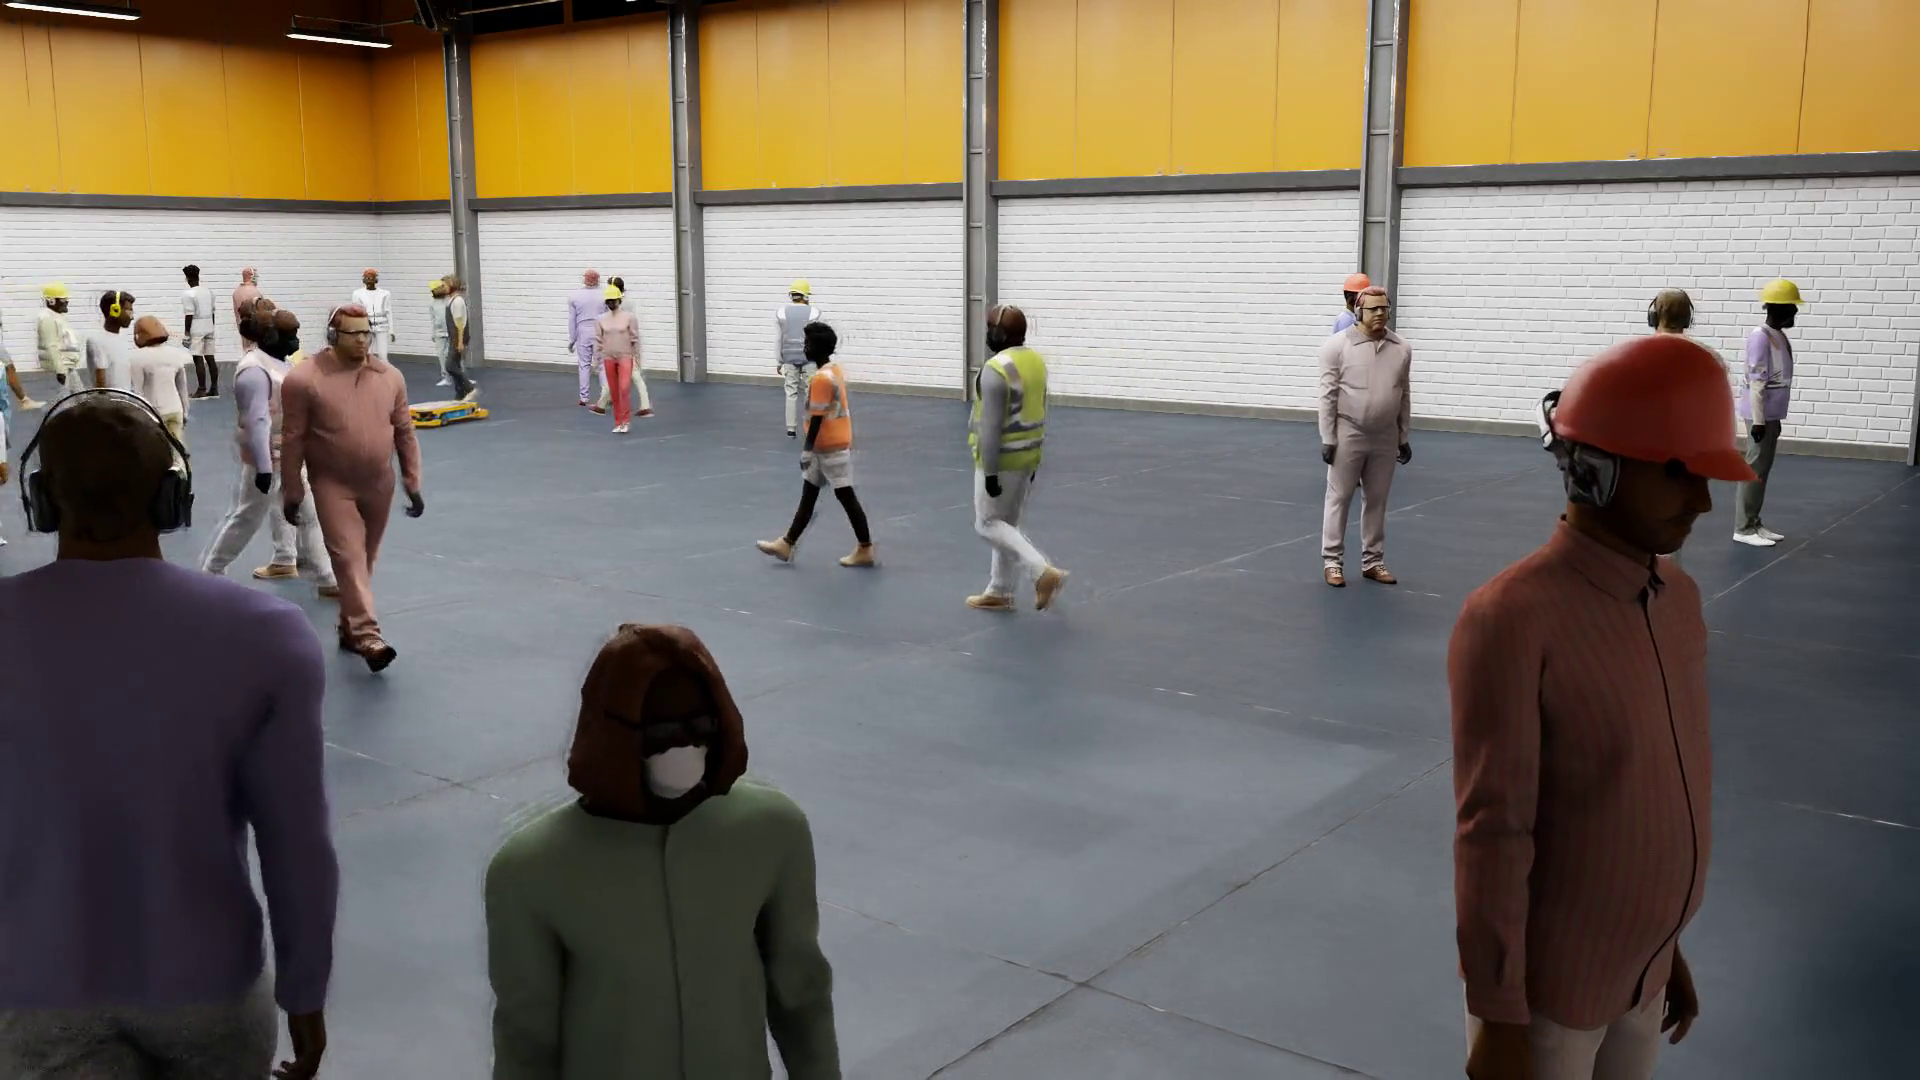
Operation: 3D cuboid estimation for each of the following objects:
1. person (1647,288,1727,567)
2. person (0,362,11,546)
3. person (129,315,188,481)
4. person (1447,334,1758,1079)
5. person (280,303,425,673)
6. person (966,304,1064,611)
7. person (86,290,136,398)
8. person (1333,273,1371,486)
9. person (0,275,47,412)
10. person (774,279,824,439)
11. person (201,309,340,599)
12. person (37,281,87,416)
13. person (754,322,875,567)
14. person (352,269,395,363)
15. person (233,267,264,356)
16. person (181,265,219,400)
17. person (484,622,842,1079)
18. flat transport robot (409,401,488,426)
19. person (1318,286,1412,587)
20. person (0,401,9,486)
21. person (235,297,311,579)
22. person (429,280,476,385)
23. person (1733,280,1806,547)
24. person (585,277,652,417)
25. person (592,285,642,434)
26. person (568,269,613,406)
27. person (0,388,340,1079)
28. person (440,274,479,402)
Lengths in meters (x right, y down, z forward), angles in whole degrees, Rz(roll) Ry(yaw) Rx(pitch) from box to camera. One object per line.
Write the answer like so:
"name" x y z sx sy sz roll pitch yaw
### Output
"person" 3.933 -0.451 9.375 0.657 1.919 0.437 2 10 9
"person" -7.209 -0.772 12.123 0.577 1.619 0.512 8 12 38
"person" -6.471 -1.001 13.444 0.380 1.616 0.533 5 11 29
"person" 0.994 0.672 2.642 0.608 1.989 0.386 -9 13 -42
"person" -3.048 -0.265 8.491 0.992 1.847 0.667 9 14 44
"person" 0.325 -0.449 9.659 0.650 1.825 0.631 6 12 32
"person" -6.285 -0.943 12.484 0.776 1.832 0.572 1 10 6
"person" 3.575 -1.463 15.239 0.376 1.933 0.545 3 10 18
"person" -12.794 -2.656 22.029 0.626 1.987 1.036 9 13 43
"person" -1.822 -2.063 19.028 0.592 1.828 0.404 1 10 4
"person" -4.189 -0.495 10.038 0.979 1.796 0.635 0 10 0
"person" -9.756 -1.891 18.050 0.421 1.820 0.625 -3 10 -16
"person" -0.969 -0.628 11.159 0.866 1.646 0.549 0 10 1
"person" -9.074 -3.237 25.790 0.620 1.872 0.340 -5 11 -25
"person" -10.959 -3.267 25.818 0.653 1.905 0.408 7 12 35
"person" -11.080 -3.019 24.215 0.374 1.960 0.600 3 10 17
"person" -0.453 0.889 2.534 0.512 1.606 0.800 -6 11 -30
"flat transport robot" -6.566 -1.589 20.803 0.652 0.197 1.431 2 10 14
"person" 2.593 -0.655 10.604 0.637 1.911 0.403 -2 10 -13
"person" -5.861 -0.486 9.598 0.578 1.911 0.646 -2 10 -11
"person" -4.506 -0.665 10.902 0.431 1.836 0.626 0 10 -1
"person" -8.190 -3.328 26.778 0.675 1.698 0.386 -1 10 -5
"person" 5.888 -0.923 12.106 0.376 1.925 0.595 7 12 36
"person" -4.443 -2.508 21.671 0.992 1.812 0.530 4 11 24
"person" -4.051 -2.102 19.500 0.560 1.740 0.700 1 10 7
"person" -5.127 -2.818 23.243 0.689 1.897 0.400 -1 10 -6
"person" -1.368 0.696 2.764 0.649 1.886 0.994 -4 11 -22
"person" -6.974 -2.739 22.945 0.402 1.832 0.530 -5 11 -26
